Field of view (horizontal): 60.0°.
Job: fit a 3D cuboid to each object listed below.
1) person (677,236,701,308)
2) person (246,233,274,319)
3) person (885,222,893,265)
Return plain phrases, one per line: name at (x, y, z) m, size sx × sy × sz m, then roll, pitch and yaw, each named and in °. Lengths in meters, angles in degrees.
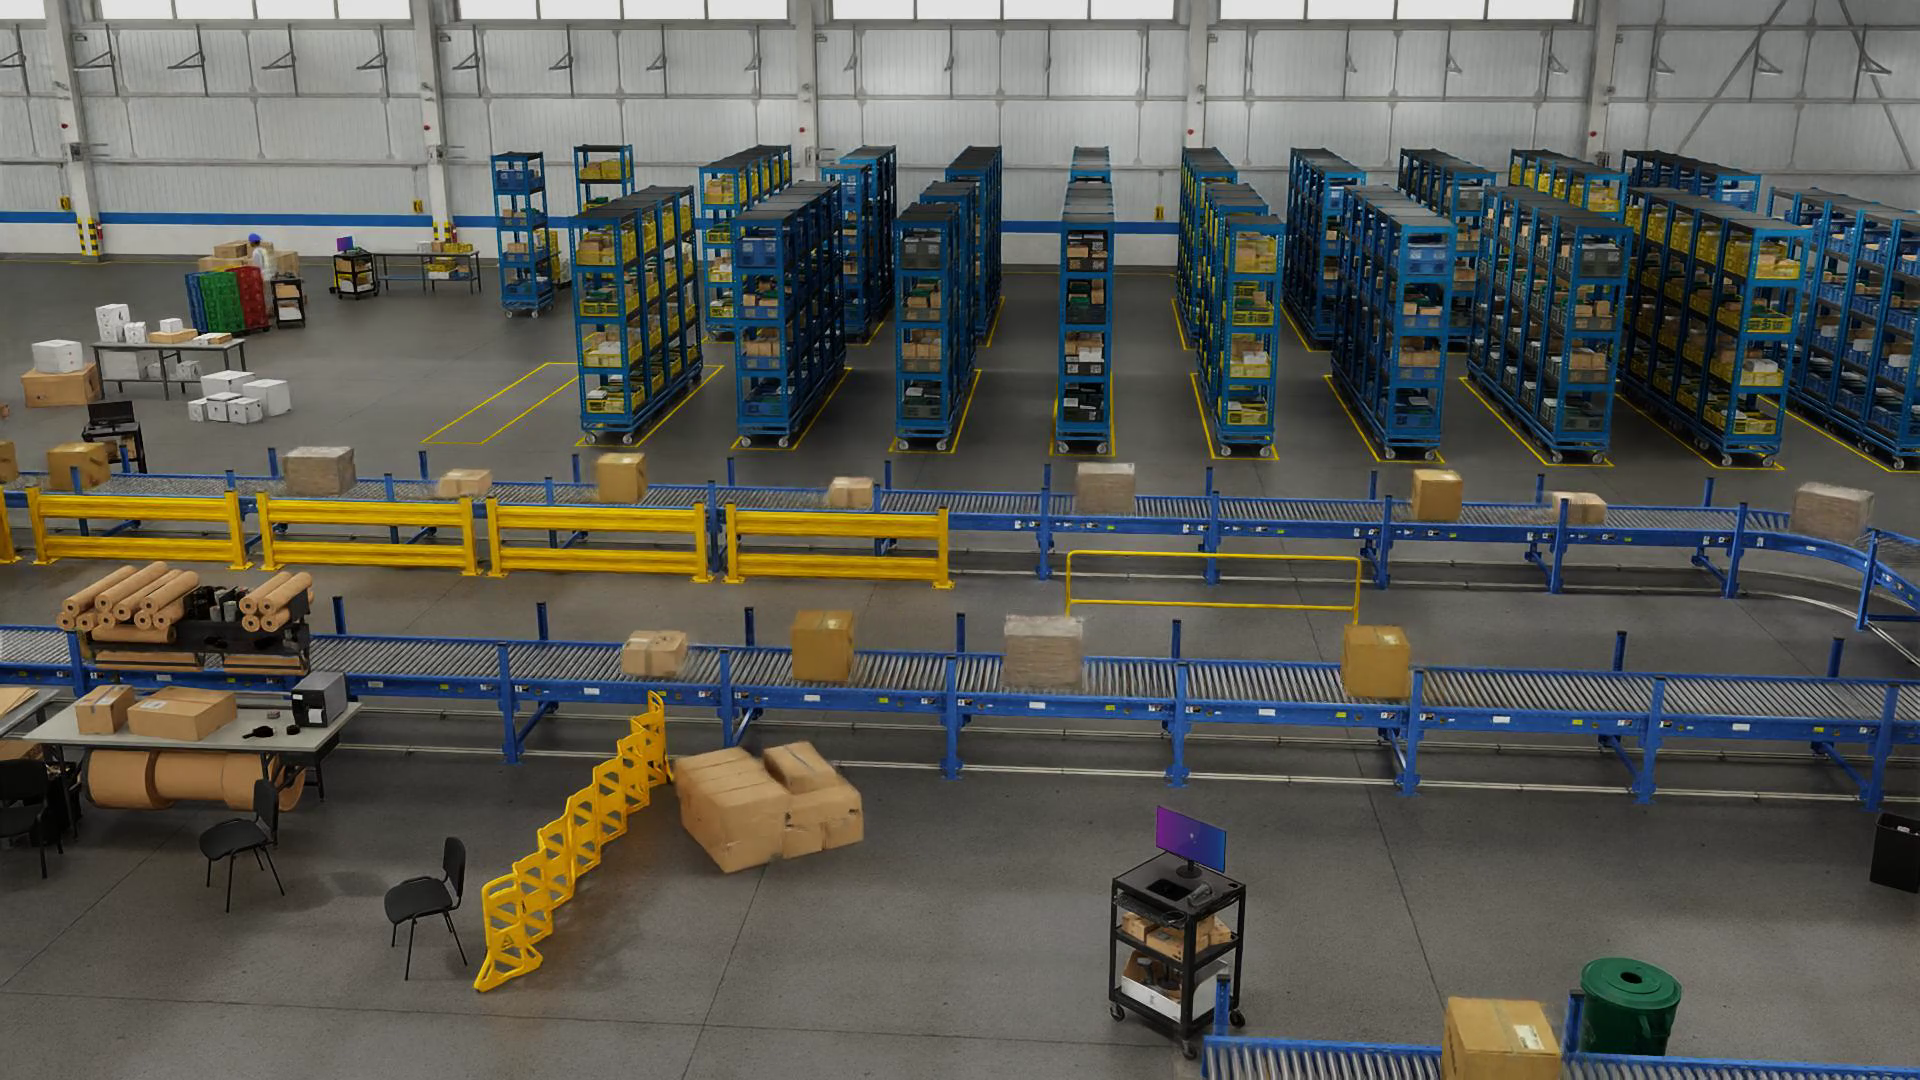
person at (-6.276, -6.240, 38.361) m, size 0.586 × 1.833 × 0.403 m, roll 16°, pitch 24°, yaw 41°
person at (-15.556, -5.846, 36.951) m, size 0.459 × 1.926 × 0.639 m, roll -2°, pitch 18°, yaw -5°
person at (-1.926, -7.424, 42.095) m, size 0.566 × 1.847 × 0.390 m, roll -16°, pitch 23°, yaw -41°
